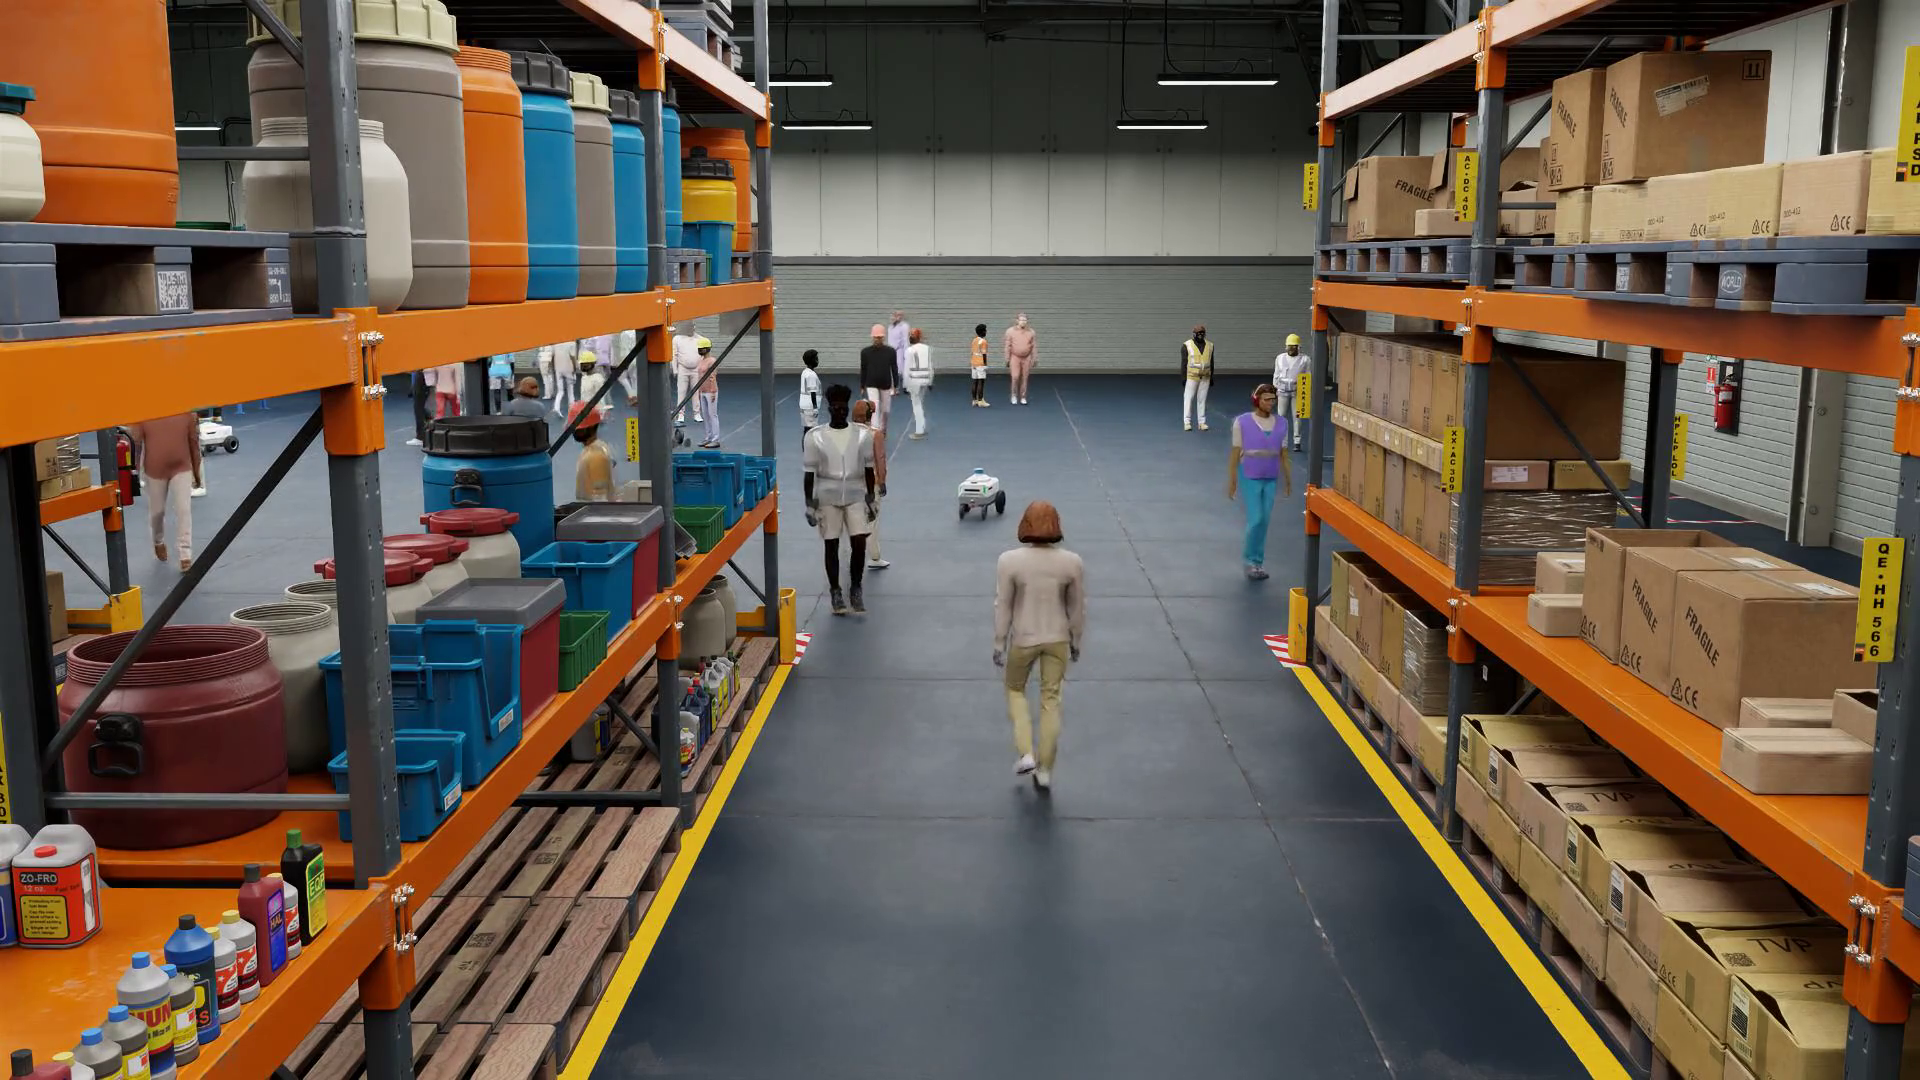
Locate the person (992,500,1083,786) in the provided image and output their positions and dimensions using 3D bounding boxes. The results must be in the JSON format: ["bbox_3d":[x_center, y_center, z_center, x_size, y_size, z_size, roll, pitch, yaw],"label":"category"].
[{"bbox_3d":[0.437,0.579,9.416,0.532,1.617,0.386,-1,10,-9],"label":"person"}]

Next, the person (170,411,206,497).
[{"bbox_3d":[-9.843,-1.485,21.096,0.493,1.861,0.332,4,10,24],"label":"person"}]

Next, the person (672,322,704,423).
[{"bbox_3d":[-5.017,-3.136,30.853,0.638,1.903,0.409,-3,10,-20],"label":"person"}]

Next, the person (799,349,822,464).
[{"bbox_3d":[-2.164,-1.920,24.176,0.318,1.696,0.537,-3,10,-18],"label":"person"}]

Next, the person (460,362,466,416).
[{"bbox_3d":[-9.655,-3.192,32.028,0.515,1.621,0.410,-1,10,-4],"label":"person"}]

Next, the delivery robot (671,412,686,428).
[{"bbox_3d":[-4.661,-1.956,26.877,0.335,0.223,0.698,-5,11,-28],"label":"delivery robot"}]

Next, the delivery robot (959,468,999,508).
[{"bbox_3d":[0.223,-0.597,19.498,0.477,0.478,0.707,2,9,14],"label":"delivery robot"}]

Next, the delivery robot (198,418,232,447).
[{"bbox_3d":[-11.639,-1.643,25.764,0.477,0.478,0.707,3,10,19],"label":"delivery robot"}]

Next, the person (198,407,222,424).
[{"bbox_3d":[-13.987,-3.166,30.736,0.538,2.000,0.687,4,10,21],"label":"person"}]

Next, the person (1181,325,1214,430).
[{"bbox_3d":[4.215,-2.870,29.430,0.624,1.845,0.430,-2,10,-14],"label":"person"}]

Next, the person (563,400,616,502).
[{"bbox_3d":[-2.743,-0.158,13.034,0.777,1.899,0.546,-2,10,-12],"label":"person"}]

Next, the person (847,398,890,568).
[{"bbox_3d":[-0.928,-0.548,16.127,0.512,1.641,0.307,6,11,34],"label":"person"}]

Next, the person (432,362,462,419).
[{"bbox_3d":[-8.272,-2.371,26.756,0.512,1.731,0.768,1,10,7],"label":"person"}]

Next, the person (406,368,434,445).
[{"bbox_3d":[-8.792,-2.507,27.067,0.480,1.904,0.603,-1,10,-7],"label":"person"}]

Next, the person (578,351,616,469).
[{"bbox_3d":[-5.013,-1.710,22.724,0.395,1.751,0.555,-8,12,-39],"label":"person"}]

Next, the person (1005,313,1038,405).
[{"bbox_3d":[1.296,-3.752,34.562,0.655,1.890,0.609,-2,10,-11],"label":"person"}]

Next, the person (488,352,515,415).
[{"bbox_3d":[-8.724,-3.156,31.711,0.532,1.657,0.816,-1,10,-6],"label":"person"}]

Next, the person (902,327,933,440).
[{"bbox_3d":[-0.739,-2.626,27.887,0.480,1.867,0.611,8,13,41],"label":"person"}]

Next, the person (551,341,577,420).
[{"bbox_3d":[-7.381,-3.104,30.870,0.532,1.841,0.666,0,9,2],"label":"person"}]

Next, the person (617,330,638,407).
[{"bbox_3d":[-6.778,-3.665,33.974,0.515,1.908,0.708,1,10,5],"label":"person"}]

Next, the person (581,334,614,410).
[{"bbox_3d":[-7.337,-3.573,33.528,1.000,1.869,0.591,6,11,32],"label":"person"}]

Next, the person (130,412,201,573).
[{"bbox_3d":[-7.693,-0.702,16.105,0.631,1.966,0.926,-6,11,-31],"label":"person"}]

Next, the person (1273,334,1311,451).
[{"bbox_3d":[5.208,-2.319,26.162,0.593,1.831,0.403,4,10,21],"label":"person"}]

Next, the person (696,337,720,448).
[{"bbox_3d":[-4.062,-2.364,26.656,0.336,1.757,0.517,-7,12,-37],"label":"person"}]

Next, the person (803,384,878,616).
[{"bbox_3d":[-0.975,-0.321,13.834,0.644,1.943,0.691,-2,10,-13],"label":"person"}]

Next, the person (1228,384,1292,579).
[{"bbox_3d":[2.820,-0.539,15.490,0.606,1.826,0.548,-4,10,-21],"label":"person"}]

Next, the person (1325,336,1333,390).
[{"bbox_3d":[8.449,-4.412,38.657,0.346,1.847,0.505,-6,11,-33],"label":"person"}]

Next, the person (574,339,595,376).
[{"bbox_3d":[-8.292,-4.198,37.217,0.688,1.901,0.745,3,10,15],"label":"person"}]

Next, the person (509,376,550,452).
[{"bbox_3d":[-5.063,-1.121,19.614,0.518,1.617,0.366,4,10,23],"label":"person"}]

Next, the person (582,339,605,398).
[{"bbox_3d":[-7.980,-4.086,36.428,0.553,1.935,0.364,-2,10,-10],"label":"person"}]

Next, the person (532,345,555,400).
[{"bbox_3d":[-8.979,-3.854,35.962,0.507,1.618,0.529,7,12,38],"label":"person"}]

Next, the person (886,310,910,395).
[{"bbox_3d":[-1.372,-4.192,37.225,0.519,1.893,0.650,-8,12,-40],"label":"person"}]

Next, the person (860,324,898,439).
[{"bbox_3d":[-1.315,-2.525,27.009,0.624,1.968,0.833,-1,10,-8],"label":"person"}]

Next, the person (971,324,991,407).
[{"bbox_3d":[0.410,-3.580,34.112,0.322,1.696,0.536,-5,11,-26],"label":"person"}]

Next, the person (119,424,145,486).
[{"bbox_3d":[-11.036,-1.569,21.962,0.486,1.735,0.325,1,9,3],"label":"person"}]
